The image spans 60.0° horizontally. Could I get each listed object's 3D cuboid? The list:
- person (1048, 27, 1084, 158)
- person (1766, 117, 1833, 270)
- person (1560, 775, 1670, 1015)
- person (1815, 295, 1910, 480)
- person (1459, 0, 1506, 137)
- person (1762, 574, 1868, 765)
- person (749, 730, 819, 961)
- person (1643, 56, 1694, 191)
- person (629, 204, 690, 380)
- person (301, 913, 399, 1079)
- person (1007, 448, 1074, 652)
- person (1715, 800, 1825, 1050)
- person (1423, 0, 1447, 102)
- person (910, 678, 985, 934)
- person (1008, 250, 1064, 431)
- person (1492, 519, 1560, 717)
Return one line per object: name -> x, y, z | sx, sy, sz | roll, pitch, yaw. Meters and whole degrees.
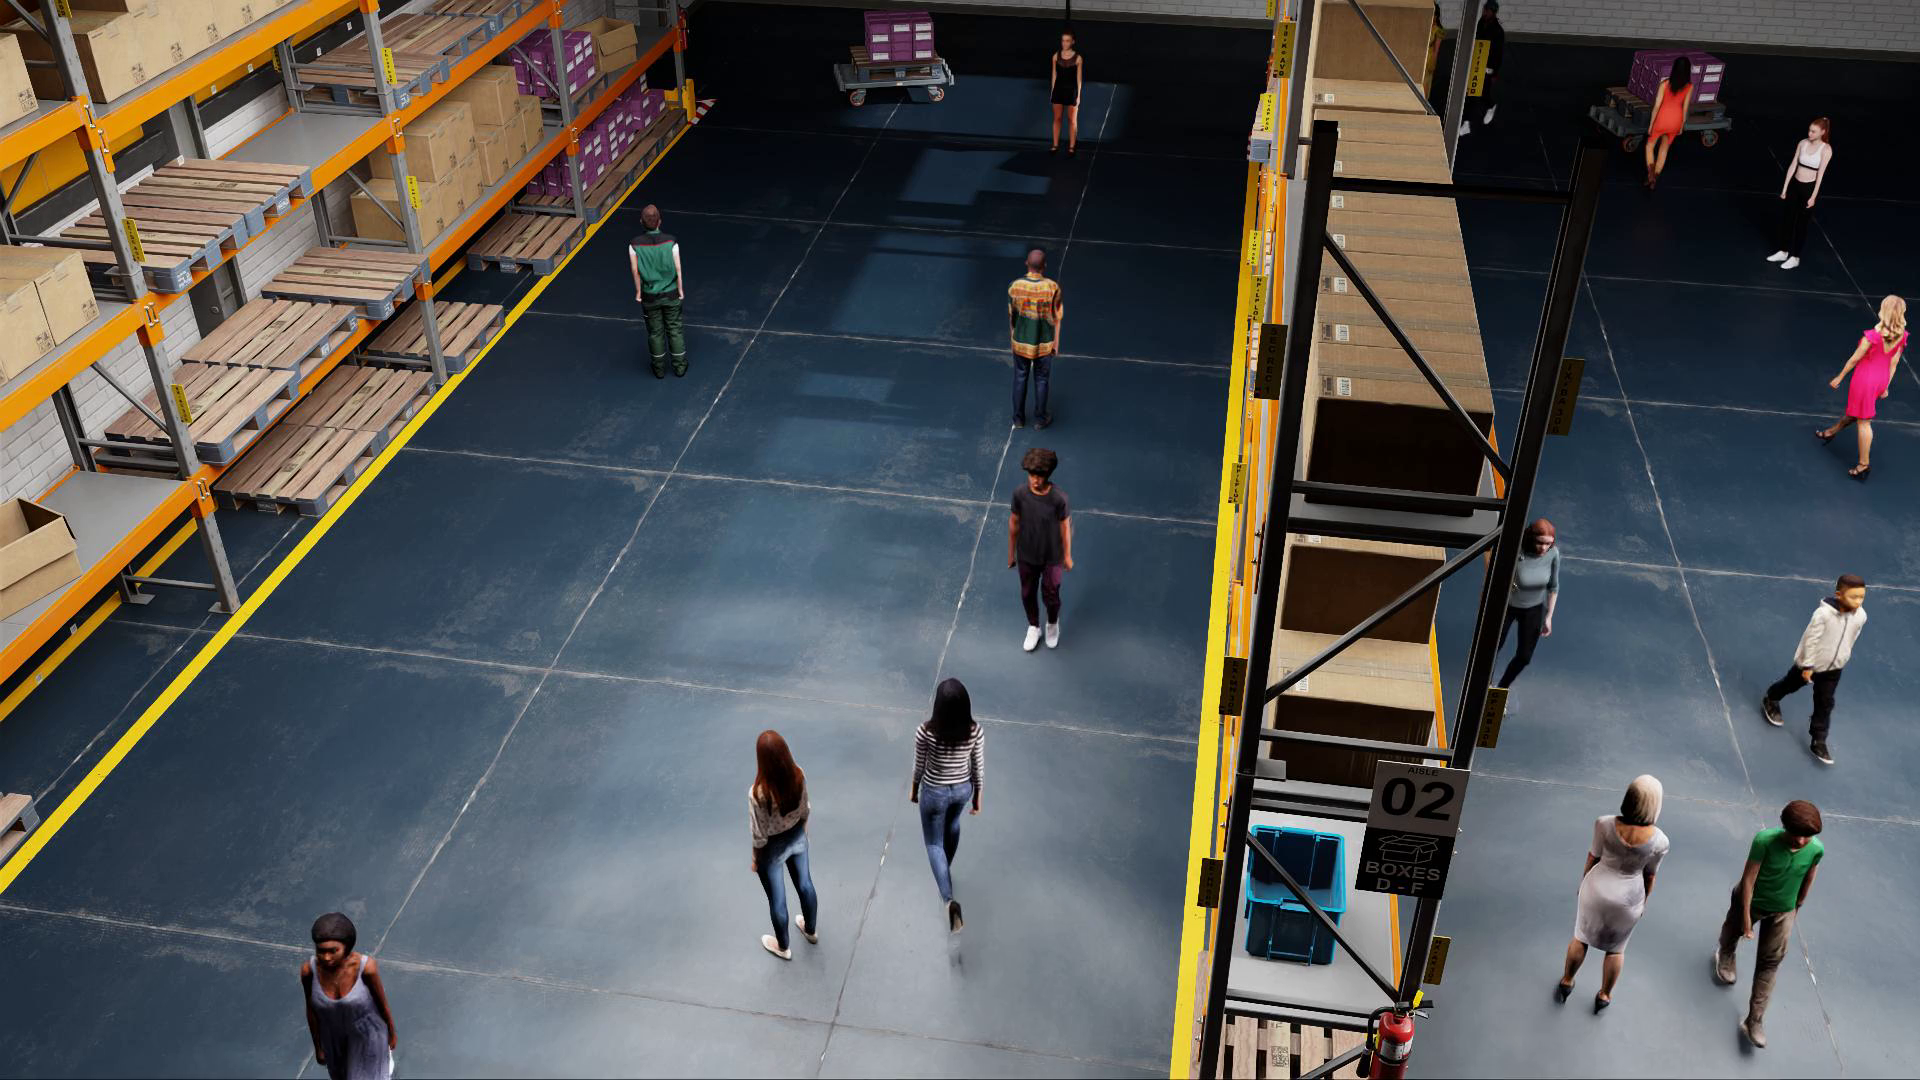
person -> 1.400, -5.878, 21.839 | 0.611, 1.674, 0.608 | 11, 35, 16
person -> 9.579, -3.950, 18.873 | 0.719, 1.746, 0.632 | -16, 37, -23
person -> 3.841, 2.092, 9.781 | 0.610, 1.748, 0.589 | 14, 36, 20
person -> 8.248, -1.342, 14.998 | 0.884, 1.692, 1.103 | -9, 35, -14
person -> 7.095, -6.396, 22.505 | 1.153, 1.799, 1.034 | -28, 42, -35
person -> 6.140, 0.828, 11.970 | 0.736, 1.429, 1.021 | -3, 34, -4
person -> -1.086, 1.855, 10.156 | 0.632, 1.727, 0.709 | -25, 41, -32
person -> 8.810, -5.140, 20.699 | 0.582, 1.708, 0.701 | 5, 34, 8
person -> -2.989, -2.477, 16.570 | 0.716, 1.843, 0.707 | -5, 34, -8
person -> -3.275, 2.630, 9.037 | 0.703, 1.676, 1.069 | -2, 34, -2
person -> 0.648, 0.040, 12.846 | 0.697, 1.773, 0.651 | 12, 35, 17
person -> 4.756, 2.102, 9.895 | 0.629, 1.605, 1.095 | 8, 34, 12
person -> 6.405, -6.616, 22.983 | 0.959, 1.635, 0.985 | 23, 40, 30
person -> -0.077, 1.675, 10.394 | 0.862, 1.764, 1.144 | -6, 34, -9
person -> 0.690, -1.888, 15.718 | 0.669, 1.804, 0.633 | 5, 34, 8
person -> 4.087, 0.515, 12.193 | 0.669, 1.706, 0.778 | 5, 34, 7
